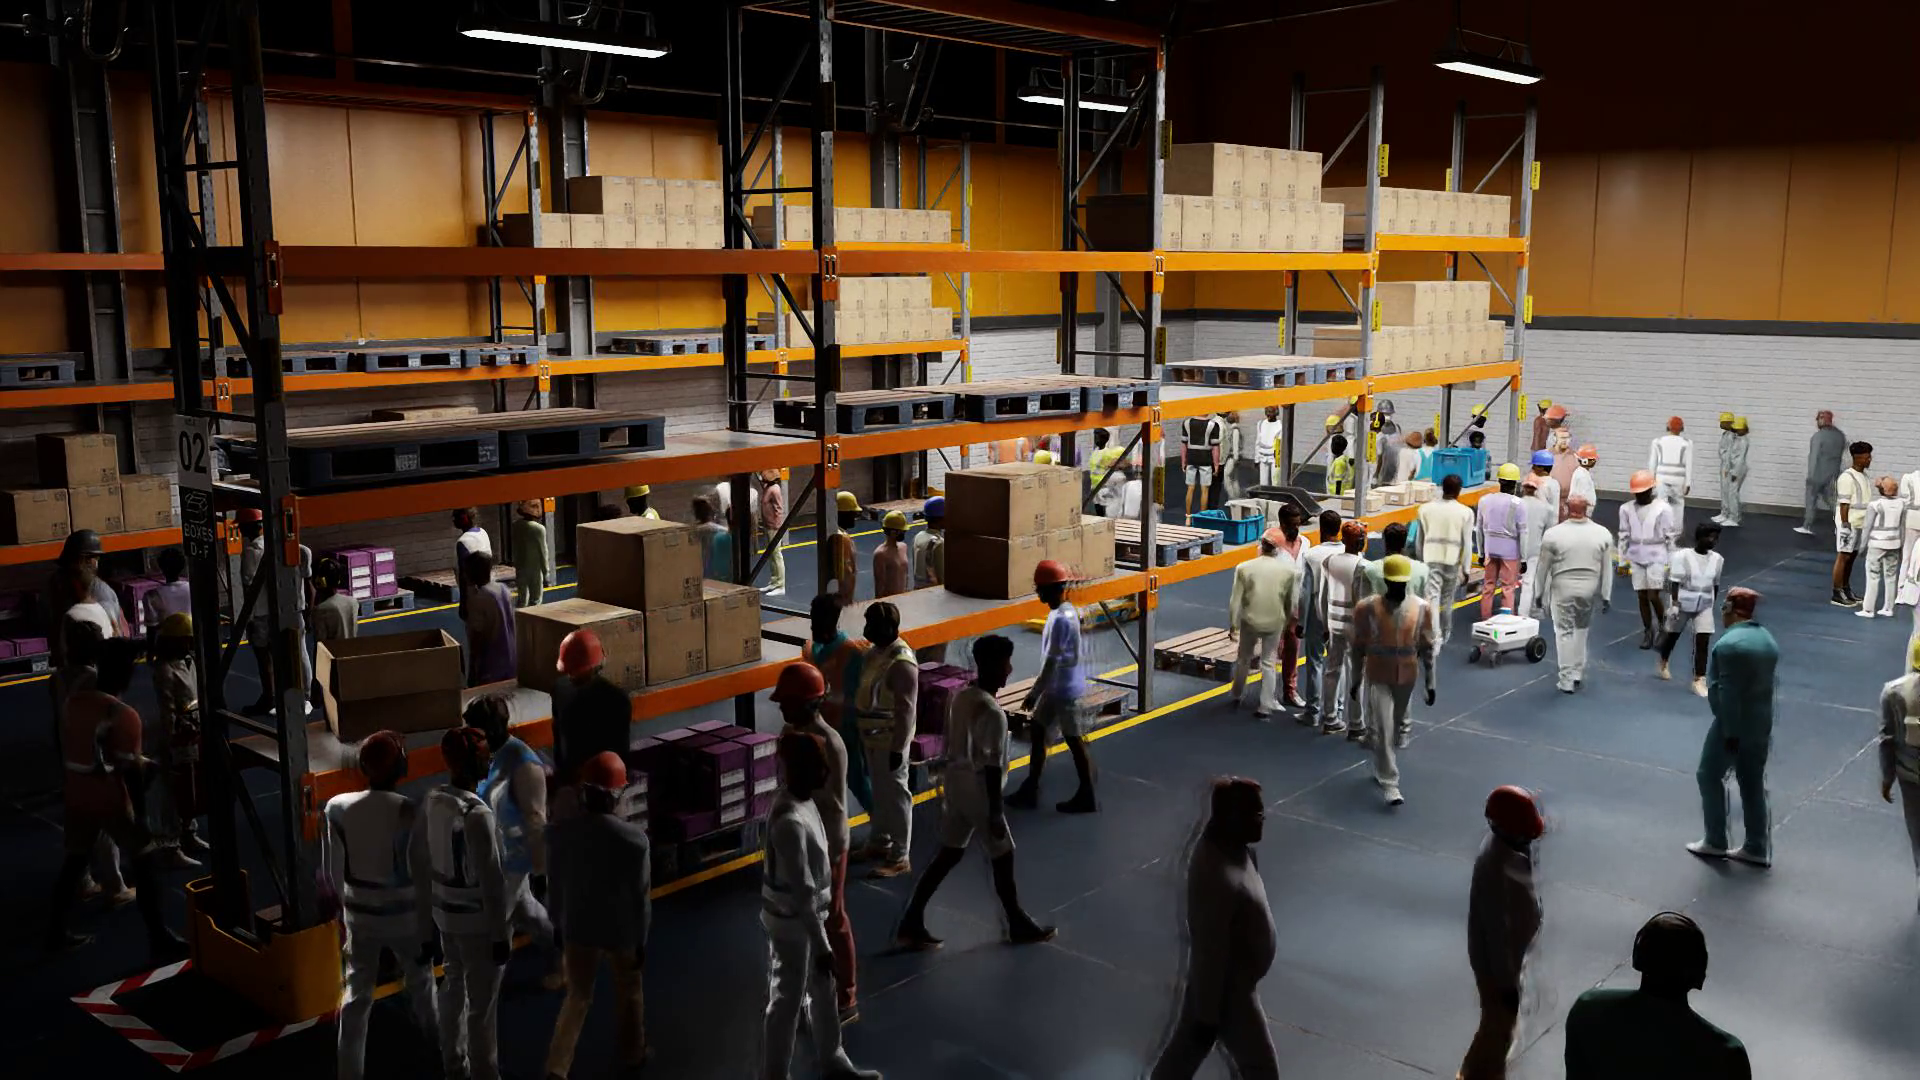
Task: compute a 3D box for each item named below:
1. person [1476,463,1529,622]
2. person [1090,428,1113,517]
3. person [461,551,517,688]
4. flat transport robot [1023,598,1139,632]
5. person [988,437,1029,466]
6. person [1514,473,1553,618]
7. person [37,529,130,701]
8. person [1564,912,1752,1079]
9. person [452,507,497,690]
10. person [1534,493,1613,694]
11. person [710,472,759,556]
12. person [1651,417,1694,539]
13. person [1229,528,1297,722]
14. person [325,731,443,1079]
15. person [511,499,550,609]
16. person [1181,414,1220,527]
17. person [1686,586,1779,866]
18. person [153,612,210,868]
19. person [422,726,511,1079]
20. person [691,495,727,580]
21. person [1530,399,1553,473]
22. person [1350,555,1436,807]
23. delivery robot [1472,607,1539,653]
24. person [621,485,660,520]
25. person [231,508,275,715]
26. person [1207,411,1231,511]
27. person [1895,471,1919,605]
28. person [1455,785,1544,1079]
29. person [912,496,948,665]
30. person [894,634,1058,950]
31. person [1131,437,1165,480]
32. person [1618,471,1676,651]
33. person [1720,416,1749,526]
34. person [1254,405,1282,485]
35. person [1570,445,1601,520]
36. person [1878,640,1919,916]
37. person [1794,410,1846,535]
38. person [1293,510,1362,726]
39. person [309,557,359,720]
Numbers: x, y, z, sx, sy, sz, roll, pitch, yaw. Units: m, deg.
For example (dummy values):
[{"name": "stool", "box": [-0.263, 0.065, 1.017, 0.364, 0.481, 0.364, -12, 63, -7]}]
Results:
[{"name": "person", "box": [5.816, 0.136, 17.812, 0.366, 1.926, 0.593, -8, 13, -41]}, {"name": "person", "box": [2.030, -0.776, 23.939, 0.318, 1.698, 0.535, -4, 10, -20]}, {"name": "person", "box": [-3.677, 0.982, 13.089, 0.469, 1.822, 0.502, 3, 10, 16]}, {"name": "flat transport robot", "box": [1.409, 0.813, 18.703, 0.652, 0.197, 1.431, 8, 13, 40]}, {"name": "person", "box": [0.698, -0.884, 23.896, 0.585, 1.928, 0.378, 1, 10, 4]}, {"name": "person", "box": [6.337, 0.096, 18.703, 0.563, 1.701, 0.908, 3, 10, 16]}, {"name": "person", "box": [-6.696, 0.908, 12.862, 0.674, 2.000, 0.535, 4, 10, 21]}, {"name": "person", "box": [2.322, 2.182, 5.576, 0.373, 1.935, 0.628, -8, 13, -41]}, {"name": "person", "box": [-4.571, 0.537, 15.705, 0.393, 1.836, 0.561, 0, 10, 3]}, {"name": "person", "box": [5.802, 0.485, 15.833, 0.680, 1.883, 0.688, 1, 10, 5]}, {"name": "person", "box": [-2.591, -0.003, 19.031, 0.664, 1.789, 0.558, -9, 13, -44]}, {"name": "person", "box": [10.289, -0.863, 24.026, 0.588, 1.831, 0.992, 6, 11, 32]}, {"name": "person", "box": [2.707, 0.741, 14.934, 0.576, 1.691, 0.774, 1, 10, 9]}, {"name": "person", "box": [-2.773, 1.821, 8.070, 0.591, 1.836, 1.003, 1, 10, 7]}, {"name": "person", "box": [-4.524, 0.334, 17.539, 0.504, 1.624, 0.286, 6, 11, 33]}, {"name": "person", "box": [3.691, -1.192, 25.454, 0.612, 2.030, 0.410, 5, 11, 28]}, {"name": "person", "box": [5.313, 1.262, 11.296, 0.674, 1.858, 0.598, -6, 11, -33]}, {"name": "person", "box": [-5.233, 1.339, 11.218, 0.342, 1.736, 0.486, -1, 10, -4]}, {"name": "person", "box": [-2.330, 1.810, 7.951, 0.575, 1.883, 0.355, 9, 13, 43]}, {"name": "person", "box": [-2.426, 0.459, 16.267, 0.553, 1.808, 0.582, 6, 11, 31]}, {"name": "person", "box": [9.857, -1.515, 28.179, 0.343, 1.761, 0.526, 7, 12, 37]}, {"name": "person", "box": [3.286, 1.041, 12.552, 0.609, 1.870, 0.974, 0, 10, -1]}, {"name": "delivery robot", "box": [5.540, 0.928, 16.892, 0.707, 0.478, 0.477, -6, 11, -32]}, {"name": "person", "box": [-3.180, 0.326, 16.751, 0.423, 1.908, 0.588, -2, 10, -10]}, {"name": "person", "box": [-6.317, 0.610, 14.988, 0.386, 1.929, 0.543, 1, 10, 3]}, {"name": "person", "box": [4.029, -1.229, 25.796, 0.408, 1.986, 0.617, 0, 10, 1]}, {"name": "person", "box": [11.392, -0.171, 19.639, 0.586, 1.928, 0.369, 5, 11, 28]}, {"name": "person", "box": [2.490, 1.929, 7.765, 0.406, 1.708, 0.616, 4, 10, 22]}, {"name": "person", "box": [-0.227, 0.564, 15.194, 0.389, 1.948, 0.608, -5, 11, -27]}, {"name": "person", "box": [0.062, 1.493, 9.787, 0.985, 1.914, 0.611, -4, 10, -21]}, {"name": "person", "box": [2.959, -1.083, 25.997, 0.541, 1.619, 0.500, -2, 10, -10]}, {"name": "person", "box": [7.173, 0.217, 17.429, 0.584, 1.901, 0.478, 9, 13, 43]}, {"name": "person", "box": [11.927, -1.058, 25.573, 0.326, 1.713, 0.565, 2, 10, 14]}, {"name": "person", "box": [4.911, -1.248, 26.232, 0.582, 1.879, 0.347, 9, 13, 44]}, {"name": "person", "box": [7.931, -0.339, 21.163, 0.330, 1.751, 0.564, 2, 10, 14]}, {"name": "person", "box": [6.021, 1.458, 10.315, 0.612, 1.804, 0.454, 7, 12, 34]}, {"name": "person", "box": [12.830, -0.992, 24.669, 0.662, 1.885, 0.682, -4, 10, -20]}, {"name": "person", "box": [3.233, 0.687, 14.595, 0.600, 1.906, 0.413, -4, 10, -22]}, {"name": "person", "box": [-4.709, 1.052, 12.547, 0.326, 1.863, 0.510, 3, 10, 17]}]
